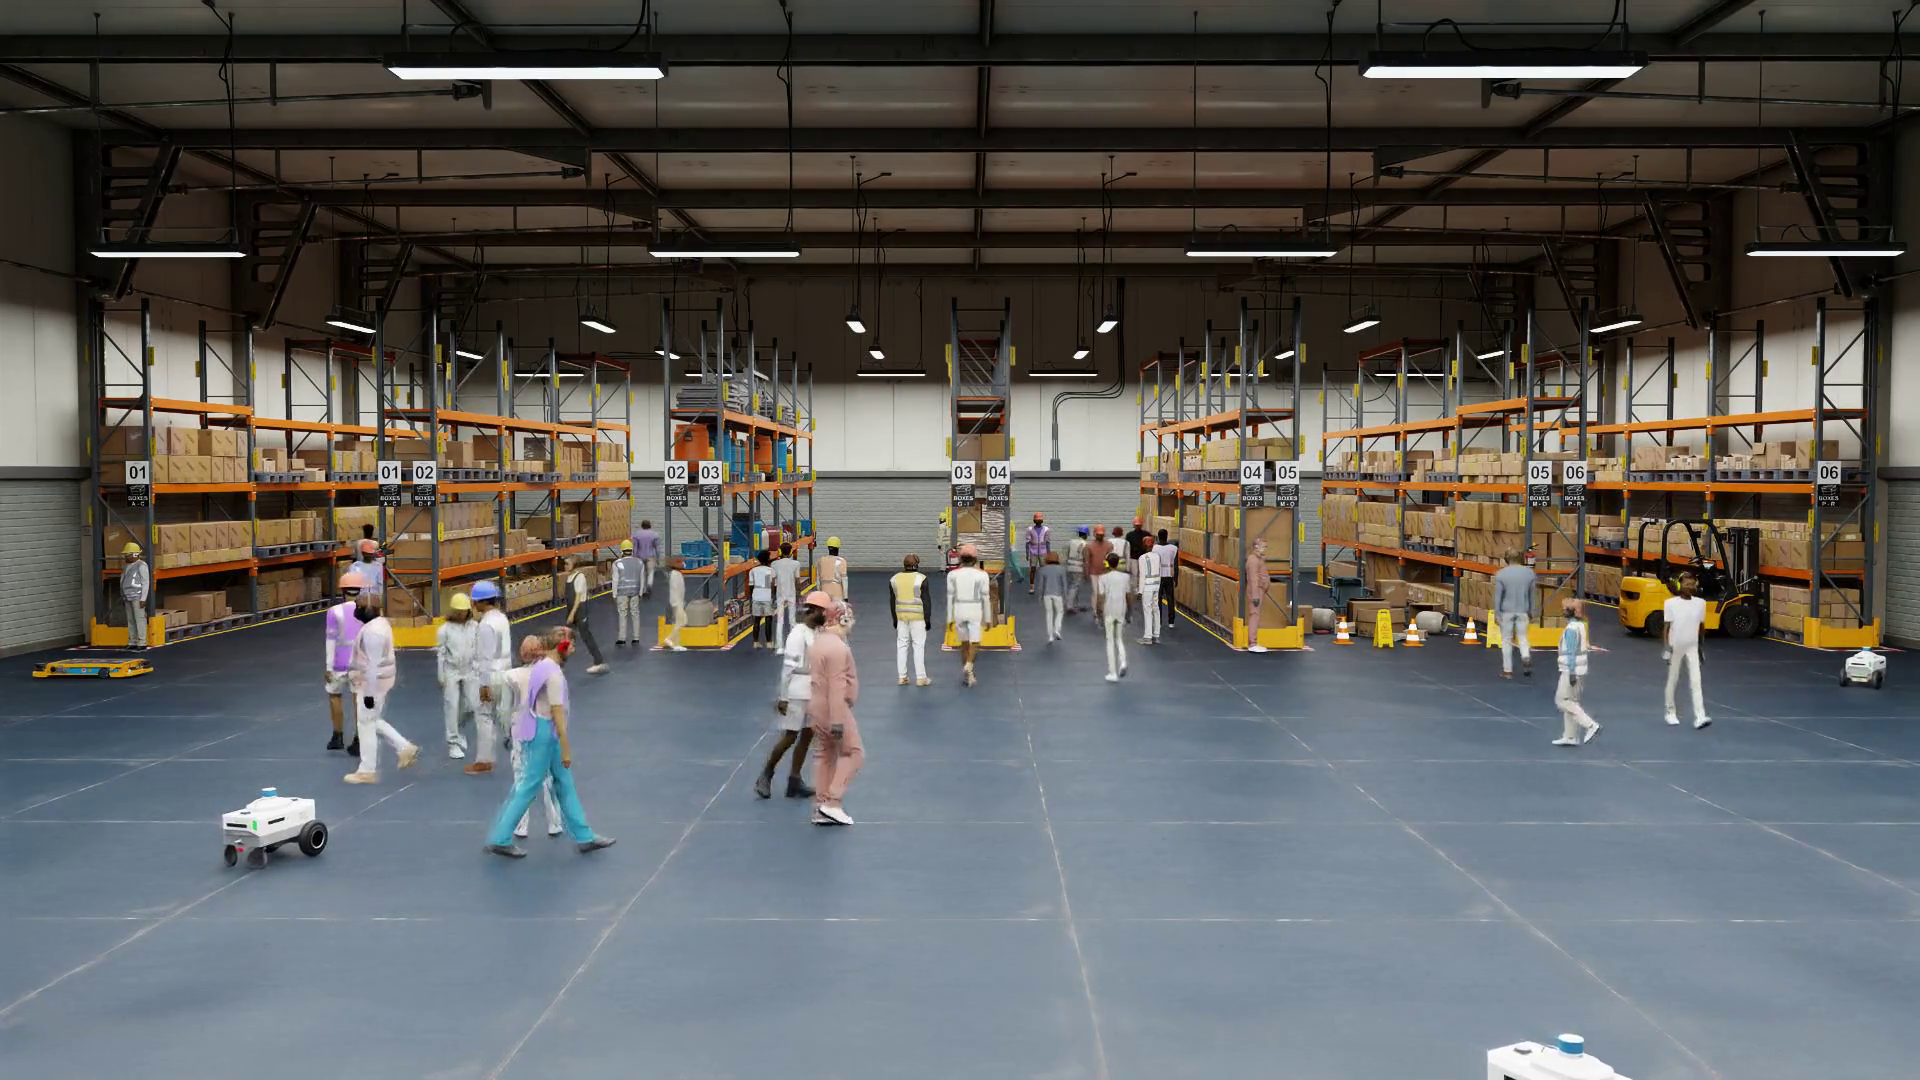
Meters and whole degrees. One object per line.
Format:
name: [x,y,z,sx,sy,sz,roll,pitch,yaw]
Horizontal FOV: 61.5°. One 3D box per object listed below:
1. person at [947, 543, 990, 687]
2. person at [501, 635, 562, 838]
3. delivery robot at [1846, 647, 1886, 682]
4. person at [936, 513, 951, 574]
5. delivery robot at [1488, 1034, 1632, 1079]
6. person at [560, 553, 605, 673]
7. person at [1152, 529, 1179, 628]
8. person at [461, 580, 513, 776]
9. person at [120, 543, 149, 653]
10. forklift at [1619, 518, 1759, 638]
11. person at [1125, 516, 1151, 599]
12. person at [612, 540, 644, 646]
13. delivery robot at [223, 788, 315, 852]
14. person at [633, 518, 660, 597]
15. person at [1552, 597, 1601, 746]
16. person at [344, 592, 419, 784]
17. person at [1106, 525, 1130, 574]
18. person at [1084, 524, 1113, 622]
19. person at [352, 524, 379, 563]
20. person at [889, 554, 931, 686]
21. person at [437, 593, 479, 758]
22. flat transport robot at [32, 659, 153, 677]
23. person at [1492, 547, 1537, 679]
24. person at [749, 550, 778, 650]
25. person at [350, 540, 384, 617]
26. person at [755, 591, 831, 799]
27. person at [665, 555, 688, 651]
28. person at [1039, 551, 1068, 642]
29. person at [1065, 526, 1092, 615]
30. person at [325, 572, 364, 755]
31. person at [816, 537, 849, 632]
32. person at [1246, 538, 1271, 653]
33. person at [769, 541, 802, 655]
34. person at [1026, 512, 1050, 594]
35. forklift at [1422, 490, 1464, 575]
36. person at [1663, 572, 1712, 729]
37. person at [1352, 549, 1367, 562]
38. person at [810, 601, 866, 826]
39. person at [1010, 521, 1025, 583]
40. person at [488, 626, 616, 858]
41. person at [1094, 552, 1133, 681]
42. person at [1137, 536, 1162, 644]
person: [0.103,1.053,22.289,0.614,2.018,0.804,1,2,16]
person: [-3.471,1.597,13.147,0.514,1.641,0.315,-1,2,-14]
delivery robot: [12.647,1.734,22.529,0.707,0.478,0.477,-2,3,-45]
person: [-0.505,0.096,48.587,0.404,1.828,0.601,1,3,25]
delivery robot: [2.598,2.356,6.874,0.477,0.478,0.707,-1,3,-29]
person: [-5.702,1.095,23.939,0.959,1.800,0.515,-2,3,-41]
person: [3.942,0.744,31.258,0.587,1.914,0.392,0,2,-3]
person: [-4.518,1.353,15.907,0.714,1.922,0.621,0,2,1]
person: [-13.777,0.956,26.912,0.600,1.830,0.404,2,3,33]
forklift: [13.417,0.684,29.791,2.313,2.155,1.214,0,2,0]
person: [4.251,0.423,38.469,0.658,1.978,0.440,0,2,3]
person: [-5.754,0.916,27.918,0.590,1.833,0.404,-2,3,-37]
delivery robot: [-5.274,2.139,12.333,0.477,0.478,0.707,1,2,17]
person: [-7.592,0.435,39.061,0.634,1.920,0.767,0,2,-8]
person: [6.666,1.433,17.471,0.435,1.627,0.518,1,3,33]
person: [-5.590,1.409,15.516,0.579,1.830,0.640,0,2,-10]
person: [3.413,0.612,35.121,0.600,1.863,0.408,0,2,-7]
person: [2.798,0.664,32.415,0.655,1.973,0.448,0,2,-10]
person: [-12.343,0.630,33.687,0.630,1.943,0.527,0,2,4]
person: [-0.677,1.117,22.736,0.621,1.845,0.429,1,3,25]
person: [-5.237,1.407,16.900,0.500,1.720,0.444,-2,3,-41]
flat transport robot: [-12.715,1.874,23.691,1.431,0.197,0.652,0,2,0]
person: [8.022,1.055,23.338,0.642,1.919,0.568,0,2,-1]
person: [-3.312,1.008,27.271,0.540,1.695,0.317,1,3,26]
person: [-9.430,0.964,25.716,0.549,1.918,0.535,-2,3,-37]
person: [-1.515,1.412,14.795,0.694,1.887,0.618,1,2,19]
person: [-4.689,1.055,27.011,0.343,1.618,0.517,0,2,1]
person: [1.647,0.995,28.562,0.526,1.617,0.363,0,2,11]
person: [2.552,0.640,34.157,0.812,1.901,0.653,-1,3,-32]
person: [-6.497,1.301,17.159,0.586,1.914,0.695,-2,3,-40]
person: [-2.120,0.906,26.990,0.593,1.926,0.366,1,3,26]
person: [4.983,0.919,26.960,0.401,1.904,0.646,1,2,14]
person: [-2.886,0.970,26.603,0.556,1.884,0.541,0,2,-4]
person: [1.951,0.323,40.237,0.616,2.039,0.385,0,2,-3]
forklift: [13.926,-0.371,47.846,1.873,2.768,1.129,0,2,0]
person: [8.473,1.285,18.820,0.552,1.817,0.996,0,2,5]
person: [11.114,0.245,44.462,0.947,1.877,0.550,1,3,33]
person: [-1.037,1.460,13.574,0.429,1.884,0.647,-1,2,-20]
person: [1.374,0.313,44.428,0.884,1.724,0.532,0,2,1]
person: [-3.193,1.557,12.495,0.966,1.783,0.581,-1,2,-17]
person: [2.197,1.092,23.188,0.567,1.853,0.394,-1,2,-17]
person: [3.312,0.876,28.289,0.359,1.883,0.573,2,3,45]
